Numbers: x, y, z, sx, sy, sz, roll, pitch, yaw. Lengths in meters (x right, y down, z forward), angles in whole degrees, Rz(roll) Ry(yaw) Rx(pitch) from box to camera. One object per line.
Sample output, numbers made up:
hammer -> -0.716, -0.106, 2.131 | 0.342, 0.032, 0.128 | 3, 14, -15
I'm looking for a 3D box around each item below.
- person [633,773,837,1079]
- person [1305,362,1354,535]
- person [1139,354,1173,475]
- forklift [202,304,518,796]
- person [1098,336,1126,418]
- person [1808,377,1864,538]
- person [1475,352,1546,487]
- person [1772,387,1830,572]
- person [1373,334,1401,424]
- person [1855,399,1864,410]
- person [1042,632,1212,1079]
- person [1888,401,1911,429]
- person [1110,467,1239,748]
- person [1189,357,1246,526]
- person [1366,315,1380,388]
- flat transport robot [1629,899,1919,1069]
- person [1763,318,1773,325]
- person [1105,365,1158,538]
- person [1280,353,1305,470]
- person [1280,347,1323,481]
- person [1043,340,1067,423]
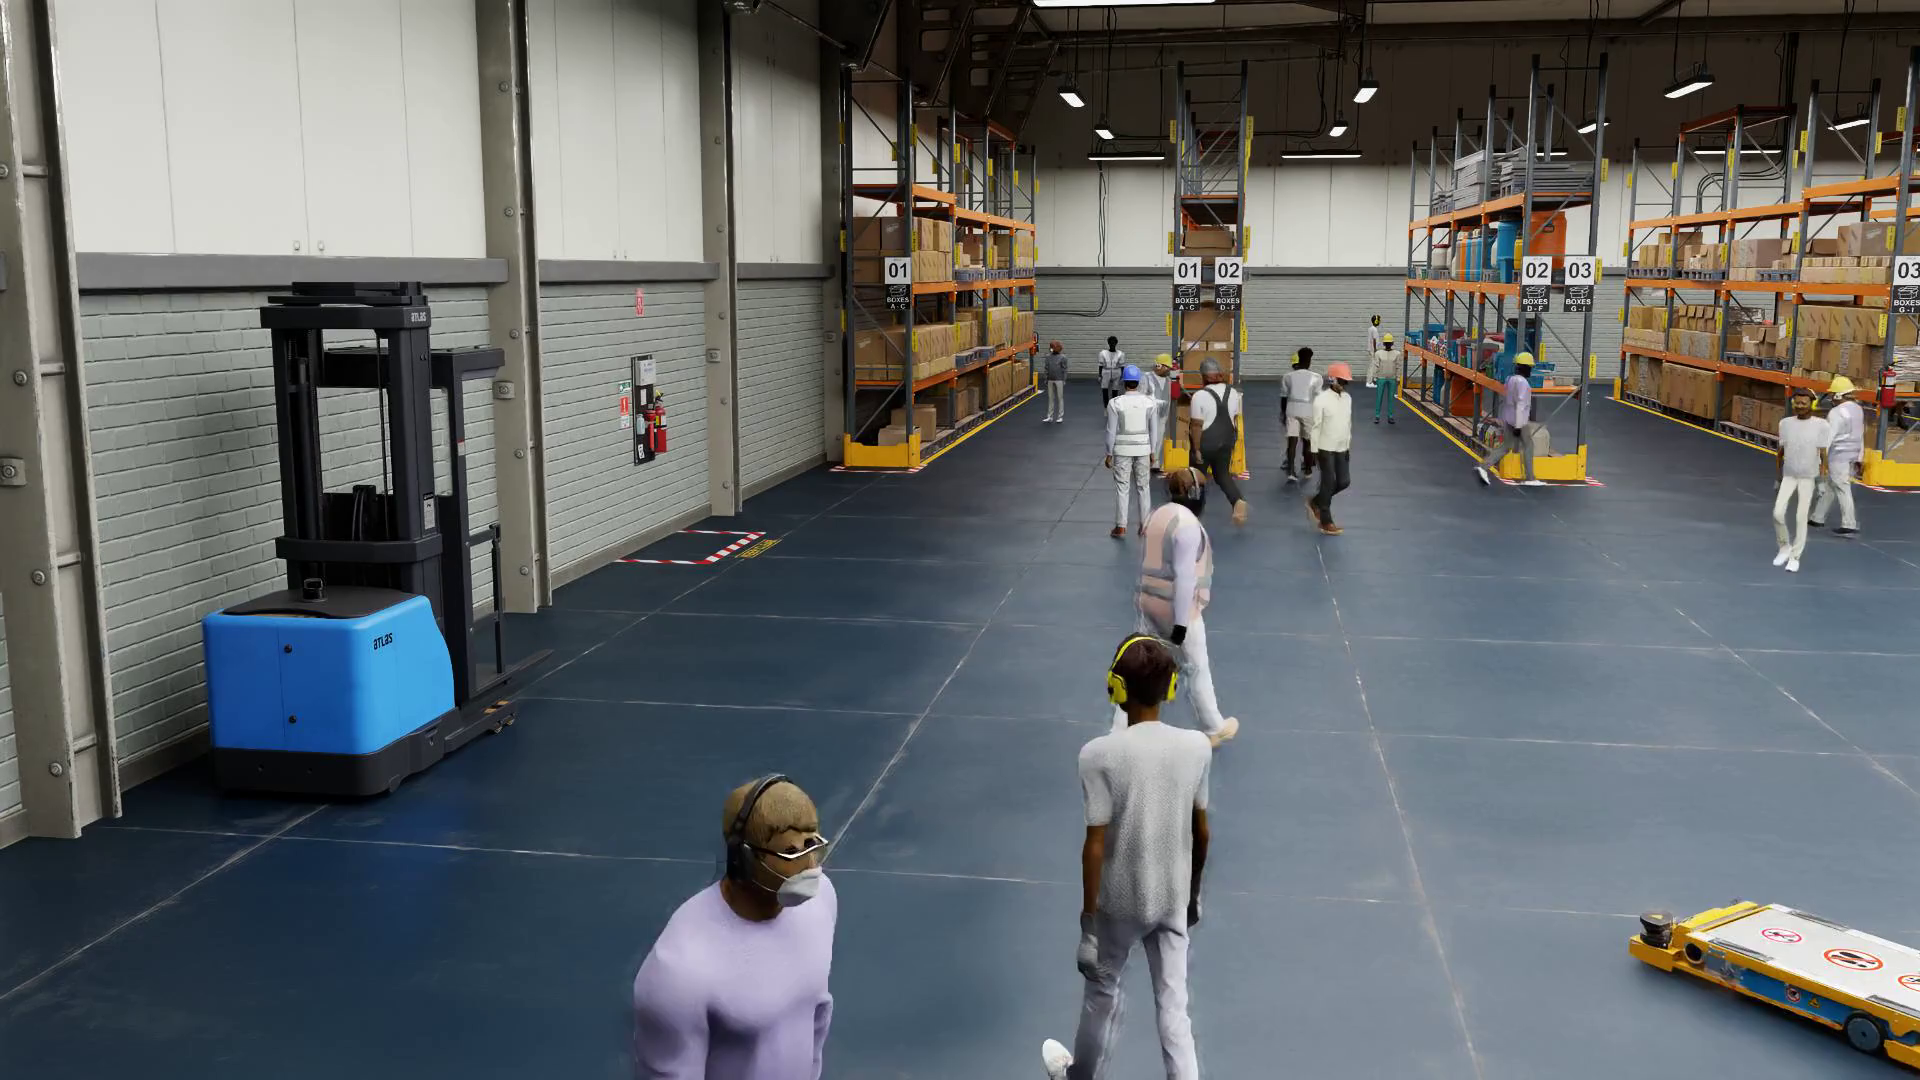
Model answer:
person -> -0.463, 1.458, 3.843 | 0.716, 1.903, 0.651 | 6, 11, 33
person -> 4.243, -1.069, 19.163 | 0.646, 1.970, 0.564 | -7, 11, -36
person -> 2.830, -1.871, 24.678 | 0.658, 1.790, 0.619 | -5, 11, -30
forklift -> -3.673, -0.038, 10.147 | 1.129, 2.768, 1.873 | 1, 9, 9
person -> 3.078, -3.292, 33.748 | 0.557, 1.674, 0.593 | 1, 9, 6
person -> 9.958, -0.961, 19.030 | 0.625, 1.793, 0.845 | -7, 12, -37
person -> 7.730, -1.686, 23.258 | 0.928, 1.890, 0.593 | 0, 9, -1
person -> 8.432, -0.607, 16.685 | 0.531, 1.855, 0.378 | 8, 12, 42
person -> 8.438, -3.186, 32.864 | 0.533, 1.767, 0.324 | 1, 9, 5
person -> 19.147, -3.654, 35.351 | 0.639, 1.910, 0.925 | 2, 9, 13
person -> 0.588, 1.206, 5.607 | 0.559, 1.814, 0.982 | -3, 10, -19
person -> 18.130, -3.115, 32.029 | 0.550, 1.905, 0.664 | 0, 9, -3
person -> 1.337, 0.444, 10.419 | 0.904, 1.795, 0.643 | -3, 10, -19
person -> 2.988, -1.136, 19.505 | 0.688, 2.000, 0.828 | -4, 10, -25
person -> 10.721, -4.890, 43.088 | 0.313, 1.859, 0.511 | 0, 9, 3
flat transport robot -> 3.592, 1.795, 6.867 | 0.652, 0.197, 1.431 | -6, 11, -32
person -> 16.724, -3.598, 34.591 | 0.632, 2.028, 0.632 | 7, 12, 39
person -> 1.934, -0.998, 18.800 | 0.602, 1.949, 0.389 | -2, 9, -12
person -> 5.128, -1.960, 25.300 | 0.532, 1.768, 0.311 | 4, 10, 23
person -> 4.905, -1.810, 23.934 | 0.615, 1.921, 1.022 | 4, 10, 22
person -> 1.898, -3.159, 33.103 | 0.499, 1.632, 0.285 | 6, 11, 34
